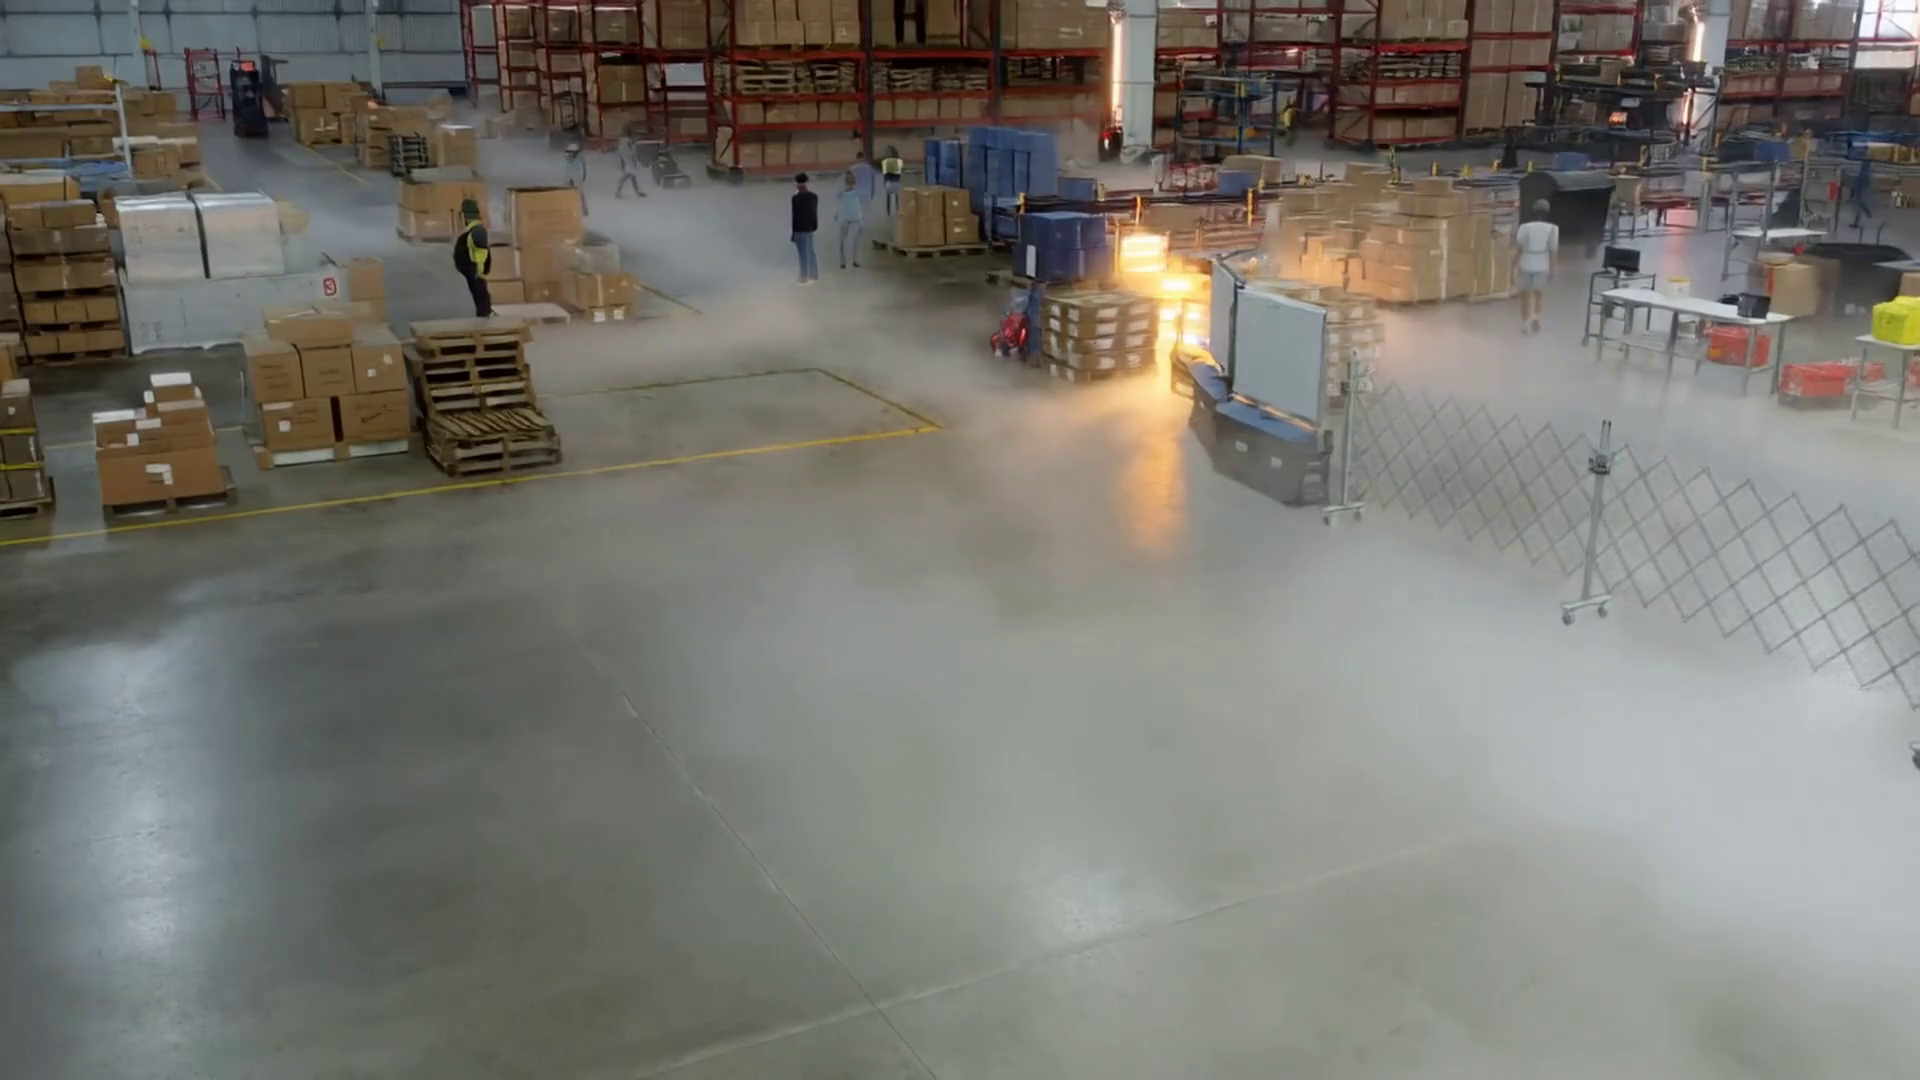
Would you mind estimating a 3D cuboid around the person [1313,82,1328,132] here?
[{"bbox_3d":[14.212,-17.049,65.521,0.502,1.928,0.625,-7,19,-22],"label":"person"}]

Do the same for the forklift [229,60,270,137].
[{"bbox_3d":[-27.118,-16.804,63.223,1.129,2.768,1.873,-9,20,-26],"label":"forklift"}]

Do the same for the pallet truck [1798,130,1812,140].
[{"bbox_3d":[25.526,-11.556,49.408,1.630,1.274,0.653,-9,20,-26],"label":"pallet truck"}]

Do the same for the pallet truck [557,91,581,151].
[{"bbox_3d":[-13.495,-14.412,57.188,0.823,1.965,1.885,-3,18,-9],"label":"pallet truck"}]

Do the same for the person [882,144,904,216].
[{"bbox_3d":[-1.569,-8.405,38.965,0.541,1.679,0.608,1,18,4],"label":"person"}]

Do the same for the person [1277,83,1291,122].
[{"bbox_3d":[13.347,-17.902,68.428,0.930,1.790,0.591,-8,19,-24],"label":"person"}]

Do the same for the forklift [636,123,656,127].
[{"bbox_3d":[-12.647,-18.303,67.894,1.873,2.768,1.129,-9,20,-26],"label":"forklift"}]

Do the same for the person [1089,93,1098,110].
[{"bbox_3d":[5.545,-18.142,69.301,0.316,1.695,0.542,-16,24,-41],"label":"person"}]

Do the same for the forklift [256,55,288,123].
[{"bbox_3d":[-29.210,-19.009,70.098,1.873,2.768,1.129,-9,20,-26],"label":"forklift"}]

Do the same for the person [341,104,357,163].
[{"bbox_3d":[-19.350,-12.908,52.787,0.535,1.823,0.586,6,19,18],"label":"person"}]

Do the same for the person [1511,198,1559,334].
[{"bbox_3d":[8.625,-4.111,25.012,0.631,2.027,0.423,5,19,16],"label":"person"}]

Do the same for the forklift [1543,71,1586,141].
[{"bbox_3d":[18.685,-13.231,52.085,1.873,2.768,1.129,-9,20,-26],"label":"forklift"}]

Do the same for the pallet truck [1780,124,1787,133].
[{"bbox_3d":[25.206,-12.542,52.601,1.601,1.201,0.680,0,18,-2],"label":"pallet truck"}]

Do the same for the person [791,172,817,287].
[{"bbox_3d":[-2.751,-5.458,29.276,0.386,1.993,0.622,13,22,34],"label":"person"}]

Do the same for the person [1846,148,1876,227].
[{"bbox_3d":[20.261,-7.880,37.204,0.479,1.751,0.545,11,21,31],"label":"person"}]

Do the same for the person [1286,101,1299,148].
[{"bbox_3d":[11.577,-14.469,57.964,0.365,1.620,0.530,-9,20,-25],"label":"person"}]

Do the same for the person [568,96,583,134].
[{"bbox_3d":[-14.277,-15.621,61.599,0.842,1.599,0.513,-8,19,-23],"label":"person"}]

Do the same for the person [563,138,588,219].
[{"bbox_3d":[-8.890,-8.344,38.459,0.548,1.896,1.013,1,18,4],"label":"person"}]

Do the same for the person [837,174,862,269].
[{"bbox_3d":[-2.074,-6.023,31.408,0.526,1.768,0.331,-11,21,-32],"label":"person"}]

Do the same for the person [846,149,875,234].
[{"bbox_3d":[-2.144,-7.591,36.213,0.630,1.814,0.584,2,18,7],"label":"person"}]

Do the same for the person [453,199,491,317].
[{"bbox_3d":[-7.290,-4.075,24.893,0.538,2.000,0.683,-8,20,-24],"label":"person"}]

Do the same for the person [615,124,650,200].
[{"bbox_3d":[-8.437,-9.637,42.436,0.994,1.914,0.630,2,18,6],"label":"person"}]
